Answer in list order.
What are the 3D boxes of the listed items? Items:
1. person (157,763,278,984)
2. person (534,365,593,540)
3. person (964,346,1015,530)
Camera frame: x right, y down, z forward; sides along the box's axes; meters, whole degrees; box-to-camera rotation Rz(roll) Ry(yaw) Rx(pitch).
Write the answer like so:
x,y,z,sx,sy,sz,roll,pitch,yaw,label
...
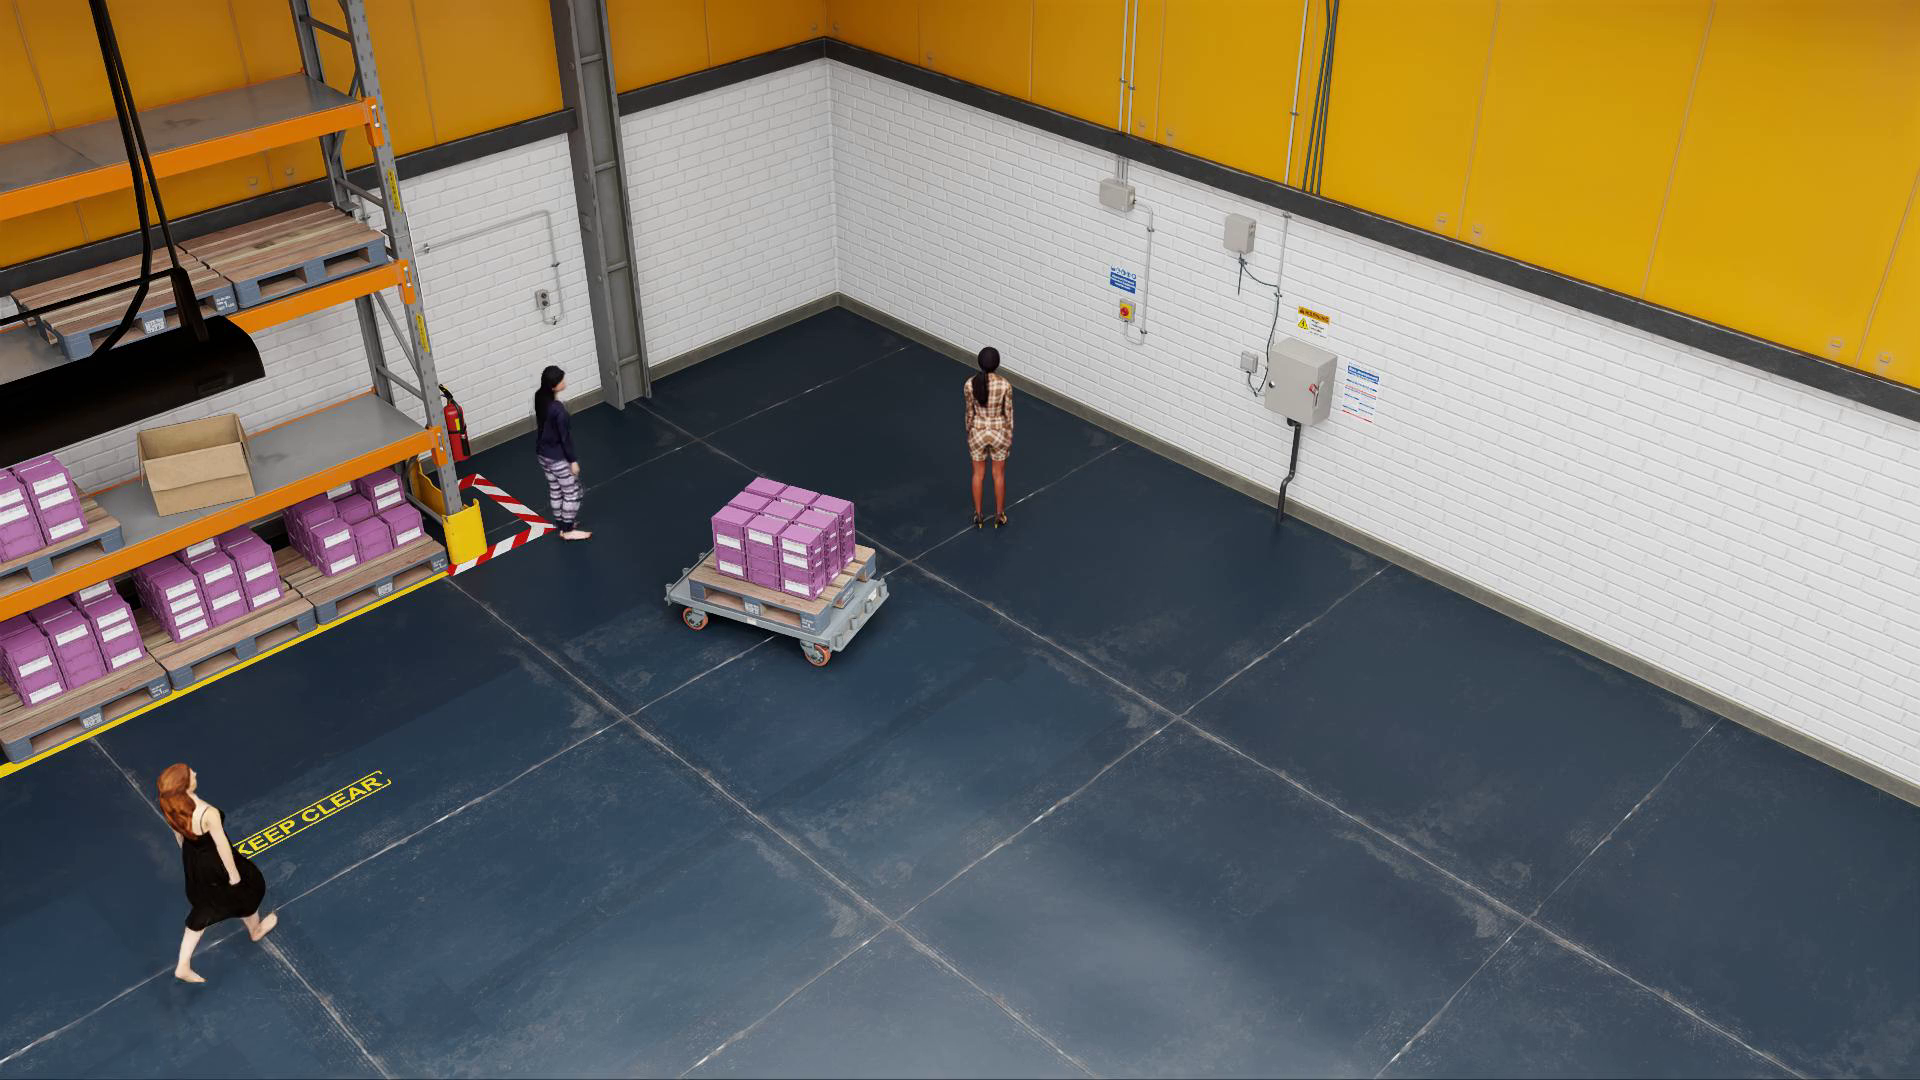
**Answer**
x,y,z,sx,sy,sz,roll,pitch,yaw,label
-4.693,2.061,10.278,0.838,1.600,1.079,12,35,17,person
-3.500,-0.764,14.421,0.629,1.719,0.522,21,39,29,person
0.255,-0.883,14.530,0.680,1.795,0.719,5,34,7,person
